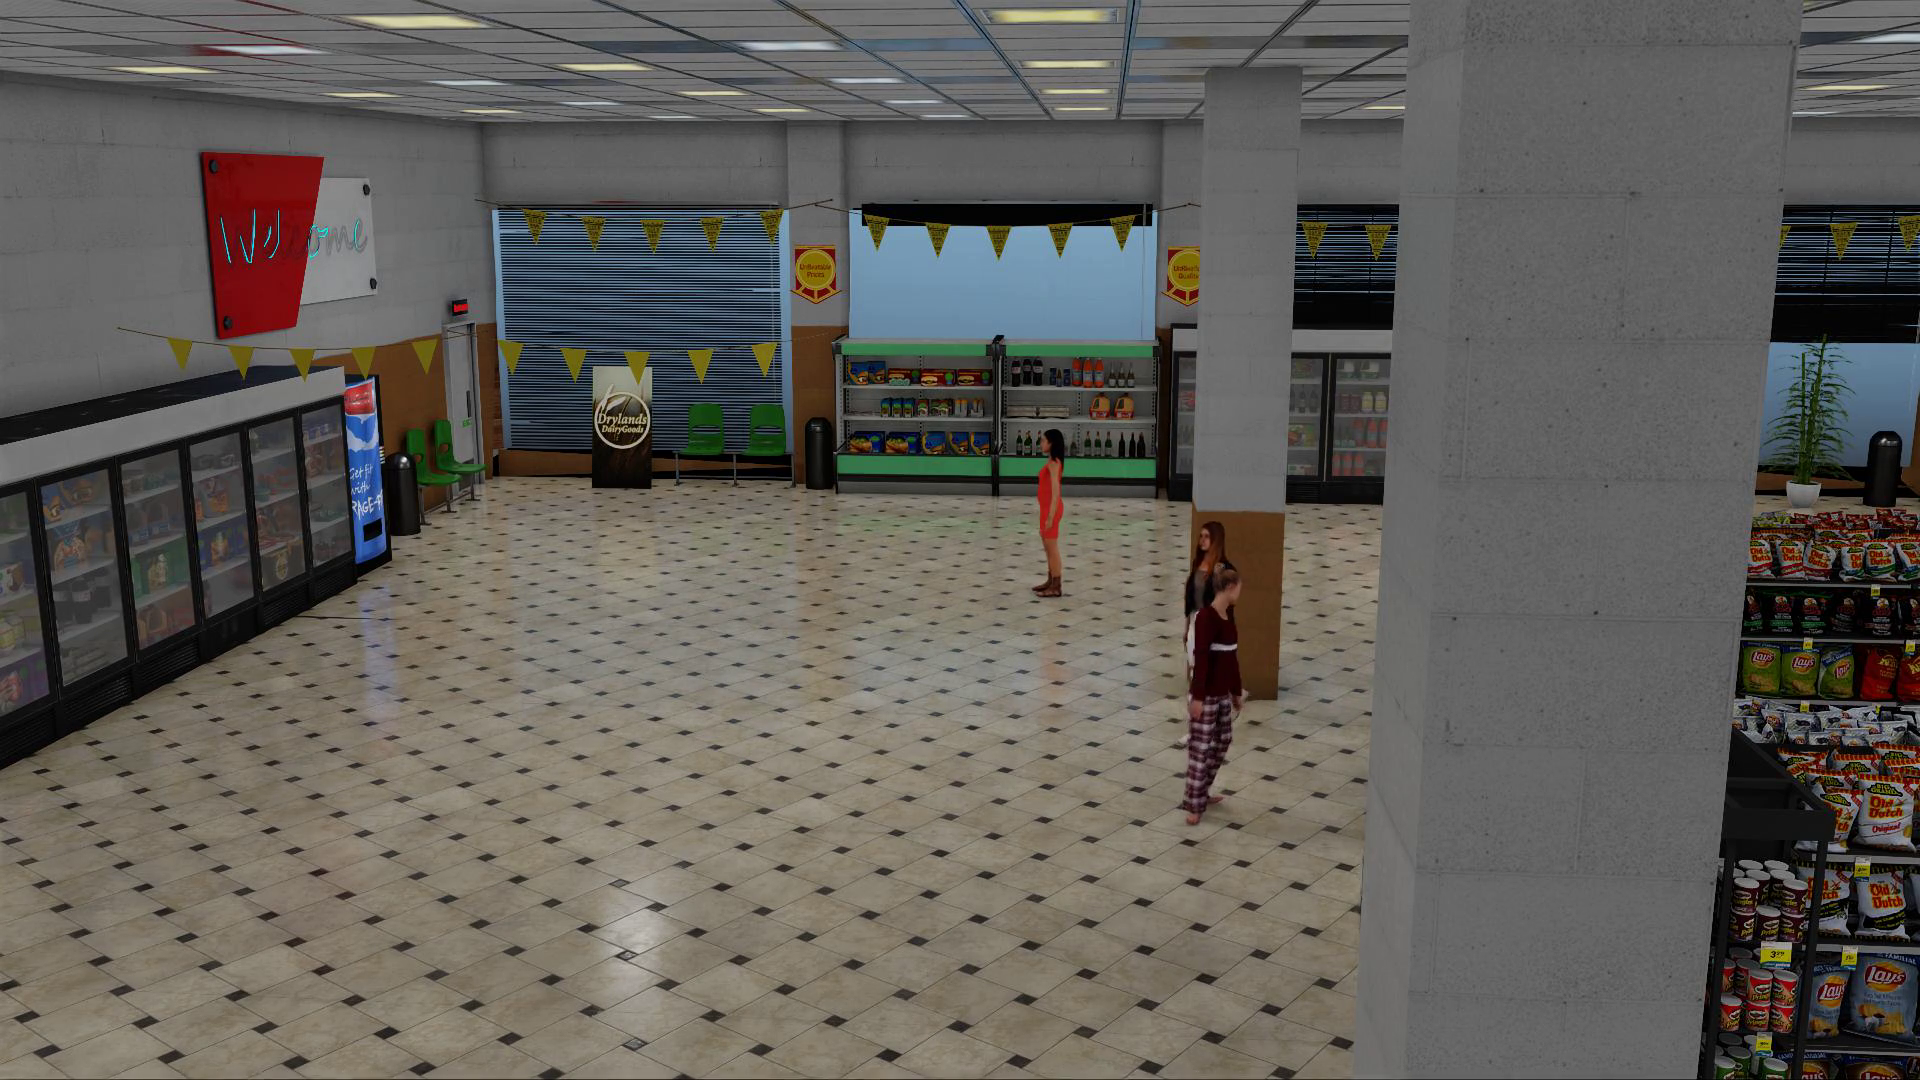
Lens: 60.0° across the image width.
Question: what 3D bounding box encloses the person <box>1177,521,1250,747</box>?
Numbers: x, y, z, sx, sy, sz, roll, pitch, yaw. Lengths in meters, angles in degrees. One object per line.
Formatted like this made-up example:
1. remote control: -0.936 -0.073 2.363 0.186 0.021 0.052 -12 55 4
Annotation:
1. person: 1.911 0.683 12.452 1.049 1.683 0.914 -7 14 -29

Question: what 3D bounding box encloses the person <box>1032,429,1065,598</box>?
1. person: 0.934 -0.276 16.924 0.563 1.718 0.618 0 12 -2

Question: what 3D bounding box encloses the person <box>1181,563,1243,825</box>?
1. person: 1.603 1.011 10.899 0.749 1.682 0.714 -11 16 -42
